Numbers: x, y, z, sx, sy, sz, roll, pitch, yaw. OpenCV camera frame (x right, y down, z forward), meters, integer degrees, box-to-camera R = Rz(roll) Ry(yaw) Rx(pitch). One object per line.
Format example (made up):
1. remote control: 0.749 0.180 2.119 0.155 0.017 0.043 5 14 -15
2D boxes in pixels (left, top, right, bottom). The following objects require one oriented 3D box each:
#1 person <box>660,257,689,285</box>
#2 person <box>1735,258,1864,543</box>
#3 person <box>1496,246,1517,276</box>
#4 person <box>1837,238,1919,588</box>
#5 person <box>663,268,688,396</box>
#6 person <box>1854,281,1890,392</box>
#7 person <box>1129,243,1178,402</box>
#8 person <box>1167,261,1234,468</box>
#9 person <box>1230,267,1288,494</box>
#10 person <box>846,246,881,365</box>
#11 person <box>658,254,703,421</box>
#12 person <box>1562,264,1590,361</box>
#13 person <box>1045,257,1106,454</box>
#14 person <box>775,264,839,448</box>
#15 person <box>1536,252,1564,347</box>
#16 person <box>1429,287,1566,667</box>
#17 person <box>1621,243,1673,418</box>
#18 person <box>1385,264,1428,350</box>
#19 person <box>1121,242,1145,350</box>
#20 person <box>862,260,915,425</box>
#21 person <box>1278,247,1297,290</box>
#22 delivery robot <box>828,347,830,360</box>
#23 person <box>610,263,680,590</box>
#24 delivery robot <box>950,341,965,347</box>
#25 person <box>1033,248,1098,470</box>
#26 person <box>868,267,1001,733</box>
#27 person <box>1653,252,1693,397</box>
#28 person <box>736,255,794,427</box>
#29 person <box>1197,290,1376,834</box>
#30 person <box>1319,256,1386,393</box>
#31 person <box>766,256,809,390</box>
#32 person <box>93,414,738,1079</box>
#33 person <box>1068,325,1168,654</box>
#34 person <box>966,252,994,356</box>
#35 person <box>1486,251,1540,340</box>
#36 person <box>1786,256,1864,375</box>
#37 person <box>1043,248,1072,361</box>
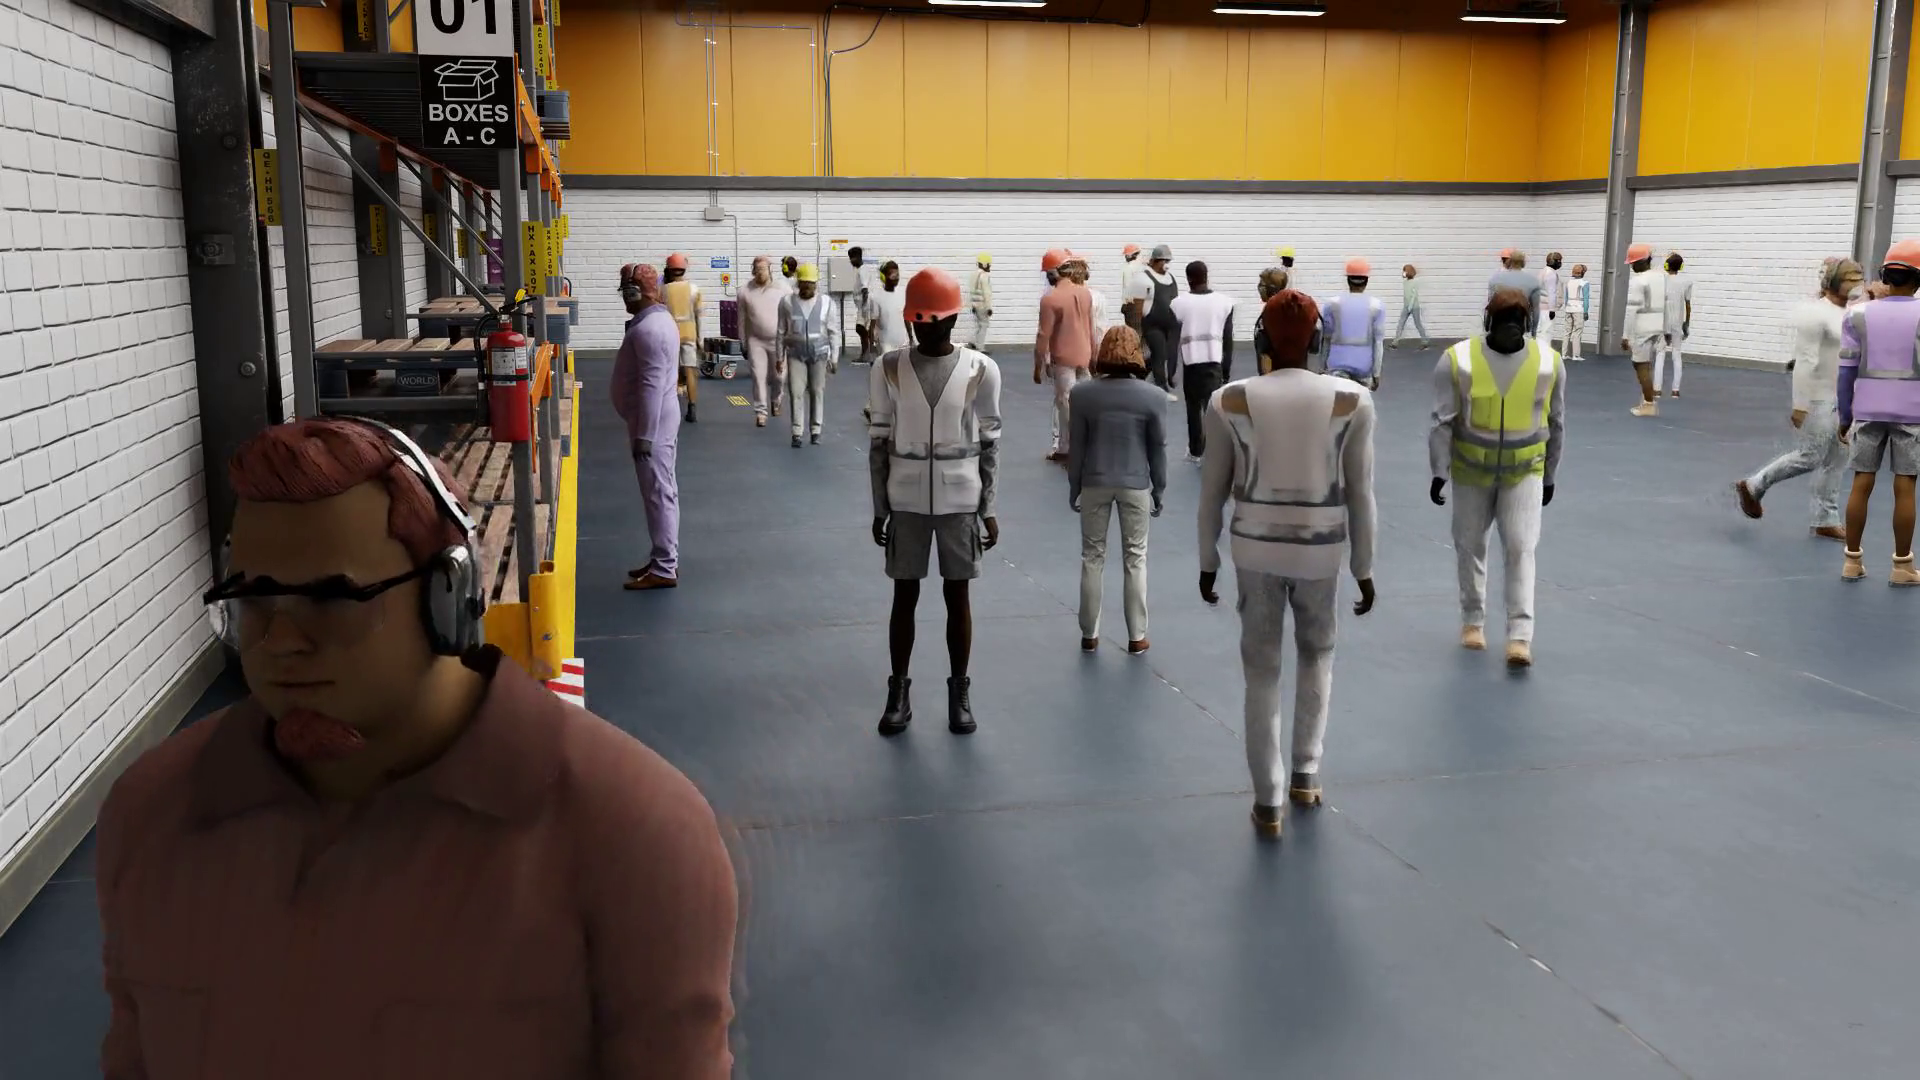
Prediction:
1. person: -4.434 -3.449 25.495 0.619 1.802 0.835 8 13 36
2. person: 5.793 -0.958 11.347 0.639 1.923 0.742 -7 13 -35
3. person: 8.539 -3.613 26.013 0.372 1.934 0.552 3 11 18
4. person: 5.493 -0.741 9.806 0.605 2.044 0.375 10 14 43
5. person: -3.739 -2.733 21.801 0.321 1.696 0.535 2 10 9
6. person: 9.063 -1.744 16.500 0.519 1.634 0.312 -1 10 -4
7. person: 2.480 -2.810 21.276 0.679 2.000 0.893 -9 13 -40
8. person: 2.169 -1.579 14.990 0.613 1.857 0.984 0 10 1
9. person: 2.429 -1.239 13.188 0.509 1.826 0.634 -10 14 -44
10. person: -1.540 -3.828 27.204 0.633 1.936 0.663 -1 10 -6
11. person: -3.182 -2.295 18.870 0.564 1.886 1.010 -3 11 -18
12. person: 10.409 -3.836 28.107 0.316 1.629 0.507 -4 11 -22
13. person: 1.064 -1.666 15.378 0.572 1.883 0.356 0 10 -3
14. person: -1.496 -1.800 16.360 0.622 1.795 0.819 -1 10 -7
15. person: 9.591 -3.751 27.053 0.430 1.841 0.624 1 10 8
16. person: 2.583 -0.299 8.020 0.638 1.805 0.901 3 11 14
17. person: 7.819 -2.394 19.088 0.688 1.996 0.590 -7 12 -32
18. person: 8.324 -4.290 30.737 0.853 1.583 0.506 -4 11 -21
19. person: 2.913 -4.044 28.249 0.400 1.991 0.622 7 12 34
20. person: -0.777 -2.082 17.840 0.925 1.835 0.529 10 14 44
21. person: 5.563 -4.152 29.061 0.622 1.915 0.596 2 10 10
22. delivery robot: -2.315 -2.945 25.882 0.707 0.478 0.477 -5 11 -26
23. person: -1.840 -0.661 9.759 0.403 1.904 0.637 -1 10 -3
24. delivery robot: -0.284 -3.000 26.189 0.707 0.478 0.477 0 10 3
25. person: 0.866 -1.584 14.712 0.812 1.953 0.634 10 14 44
26. person: -0.105 -0.150 6.853 0.546 1.927 0.385 0 10 3
27. person: 9.199 -2.780 21.572 0.521 1.876 0.325 1 10 7
28. person: -2.146 -2.215 18.425 0.647 1.881 0.775 -2 10 -9
29. person: 1.136 0.062 5.846 0.610 1.860 0.674 2 10 8
30. person: 3.446 -1.540 14.649 0.557 1.903 0.941 2 11 13
31. person: -2.315 -2.953 22.686 0.973 1.819 0.542 6 12 28
32. person: -0.521 0.804 1.677 0.650 1.889 0.651 2 10 10
33. person: 0.775 -0.244 8.215 0.494 1.624 0.279 1 10 8
34. person: 0.390 -4.111 29.092 0.419 1.817 0.622 -4 11 -19
35. person: 6.952 -2.679 20.967 0.659 1.882 1.013 2 10 12
36. person: 7.860 -1.639 15.216 0.637 1.883 0.722 1 10 3
37. person: 1.769 -3.899 27.724 0.961 1.891 0.650 5 11 24
